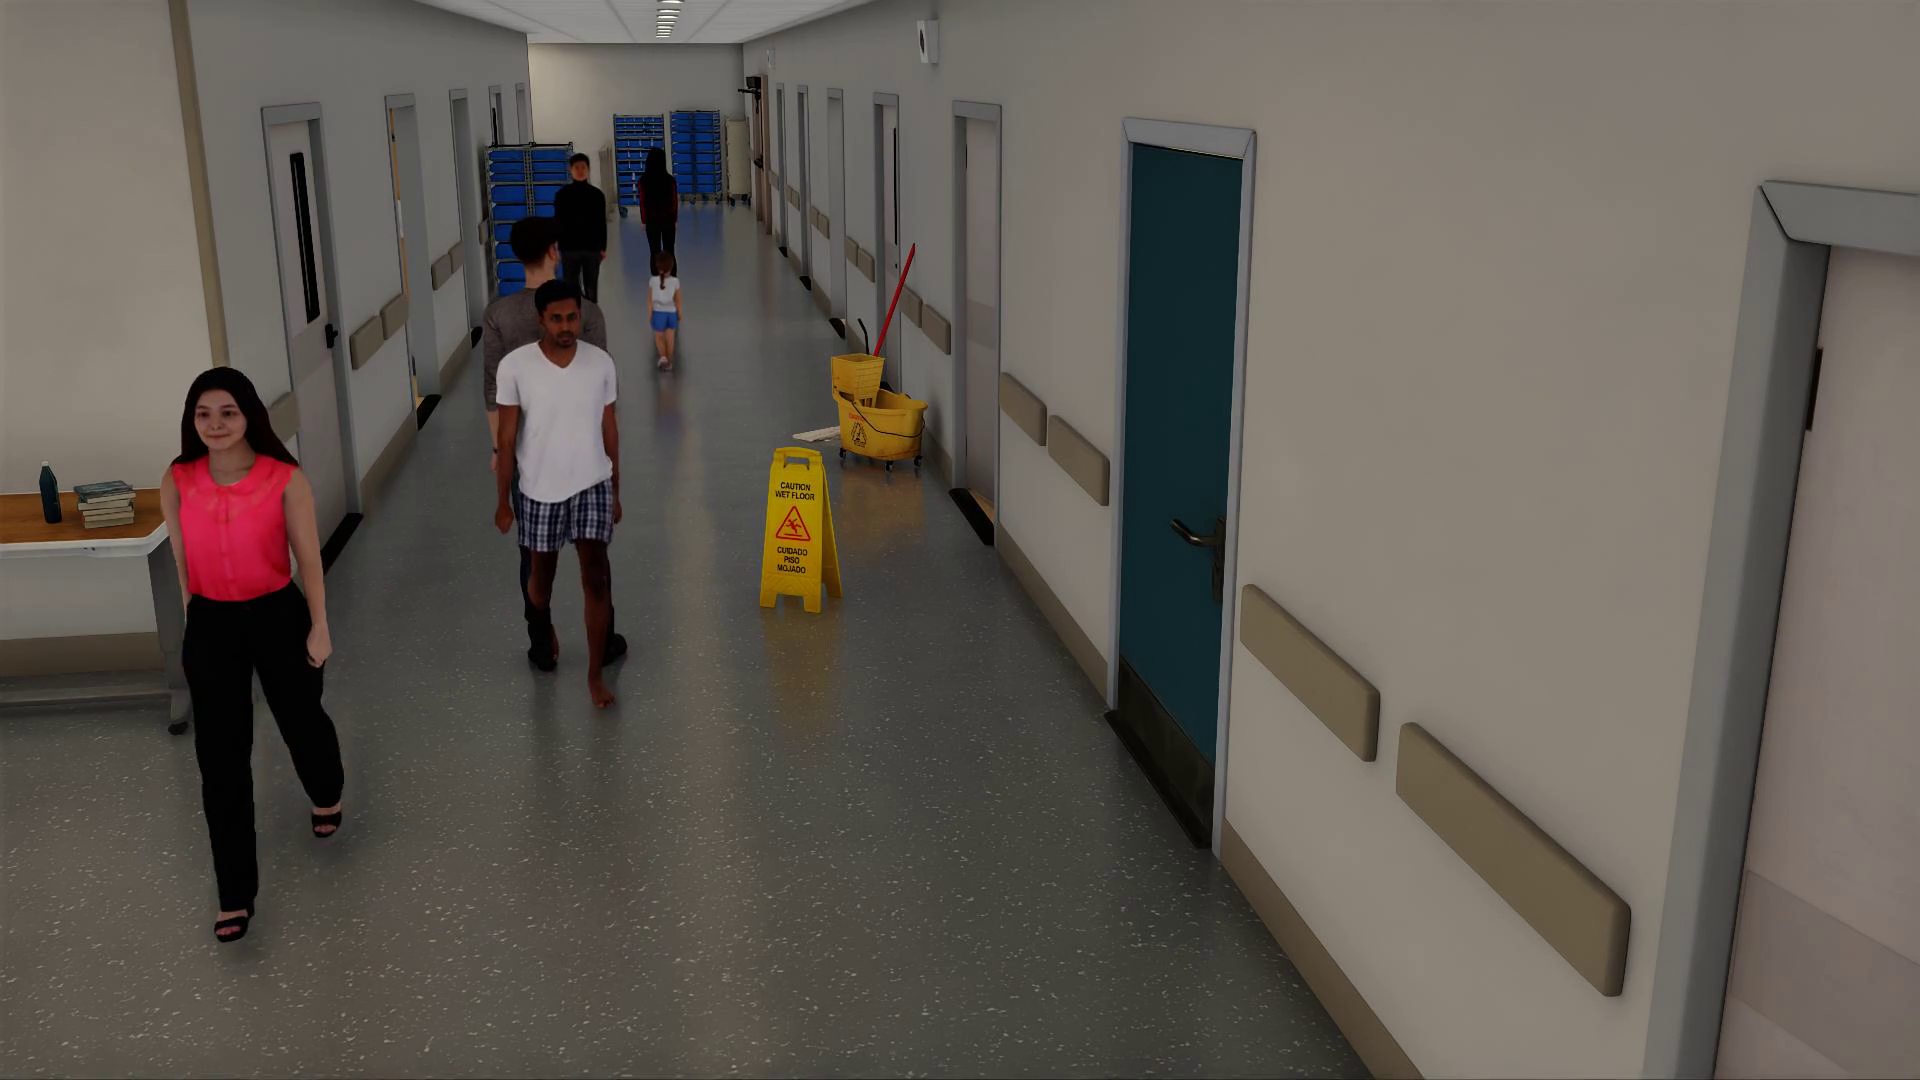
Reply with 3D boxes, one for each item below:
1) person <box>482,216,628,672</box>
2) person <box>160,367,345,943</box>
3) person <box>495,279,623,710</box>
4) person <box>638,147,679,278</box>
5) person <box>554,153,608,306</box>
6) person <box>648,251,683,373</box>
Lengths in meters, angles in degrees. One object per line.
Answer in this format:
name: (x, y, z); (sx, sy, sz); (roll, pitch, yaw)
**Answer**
person: (-1.701, -0.392, 6.970); (0.666, 1.903, 0.543); (-3, 16, -9)
person: (-2.113, 0.298, 5.042); (0.586, 1.622, 1.072); (-3, 16, -10)
person: (-1.603, -0.207, 6.712); (0.784, 1.687, 1.081); (-6, 17, -20)
person: (-3.350, -3.547, 18.613); (0.612, 1.658, 0.550); (-5, 17, -18)
person: (-3.651, -2.836, 15.999); (0.697, 1.707, 0.988); (-2, 16, -6)
person: (-2.491, -1.916, 14.016); (0.440, 1.013, 0.468); (-4, 16, -13)
